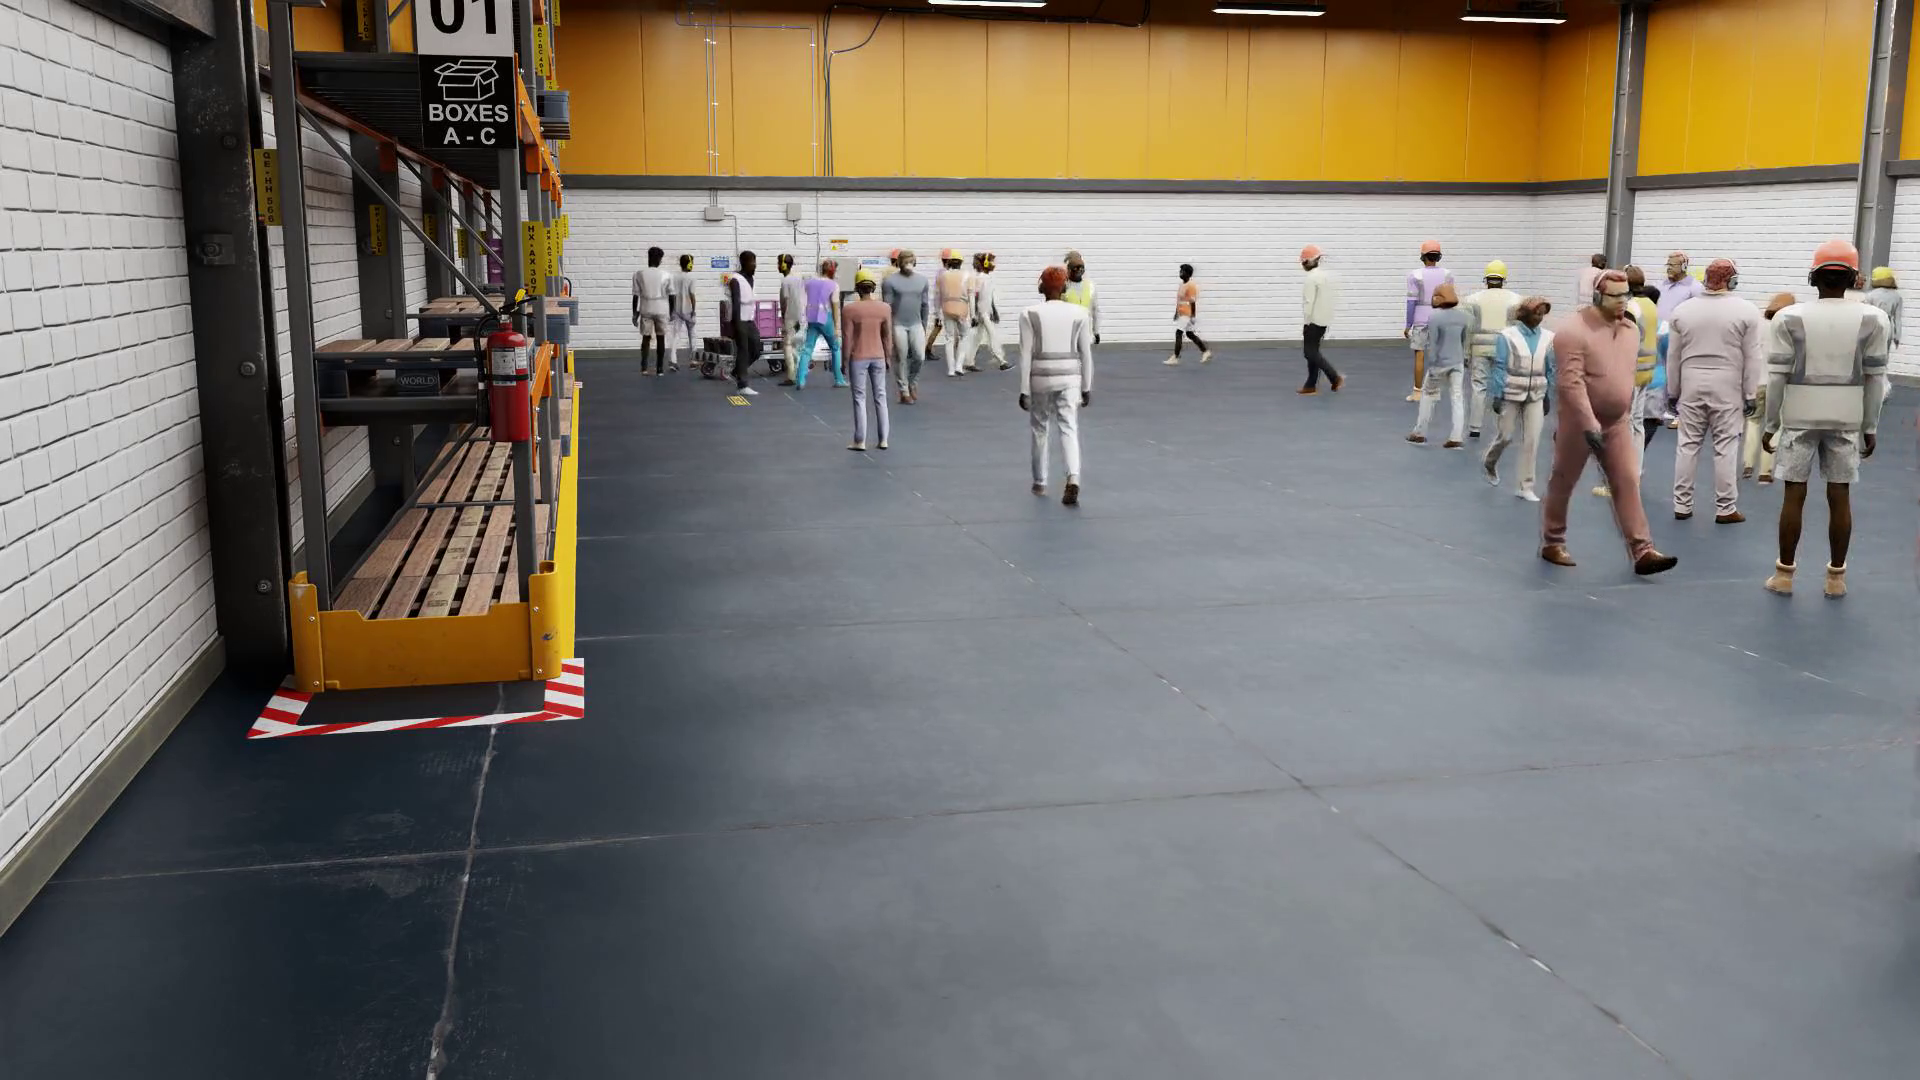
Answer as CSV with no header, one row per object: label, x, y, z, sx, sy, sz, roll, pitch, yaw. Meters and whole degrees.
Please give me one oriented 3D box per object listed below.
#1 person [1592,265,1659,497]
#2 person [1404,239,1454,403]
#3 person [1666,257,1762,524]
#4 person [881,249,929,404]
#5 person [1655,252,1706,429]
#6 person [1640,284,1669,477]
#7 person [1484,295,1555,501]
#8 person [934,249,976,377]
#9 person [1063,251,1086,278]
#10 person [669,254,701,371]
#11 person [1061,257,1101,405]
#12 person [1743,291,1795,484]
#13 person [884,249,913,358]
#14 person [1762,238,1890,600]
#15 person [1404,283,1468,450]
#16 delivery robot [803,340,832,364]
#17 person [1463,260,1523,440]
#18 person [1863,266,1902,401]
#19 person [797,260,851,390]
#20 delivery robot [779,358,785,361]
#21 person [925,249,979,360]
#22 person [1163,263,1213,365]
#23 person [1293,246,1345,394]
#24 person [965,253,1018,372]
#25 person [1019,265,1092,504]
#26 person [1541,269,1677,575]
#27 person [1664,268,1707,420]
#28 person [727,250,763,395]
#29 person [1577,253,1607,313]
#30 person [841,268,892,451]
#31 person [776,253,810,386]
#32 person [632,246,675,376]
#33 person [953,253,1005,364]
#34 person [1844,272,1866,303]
person,5.276,-1.255,13.220,0.429,1.839,0.634,9,13,40
person,5.851,-2.728,20.815,0.608,2.044,0.370,-1,10,-8
person,5.451,-1.075,12.031,0.638,1.911,0.402,9,14,42
person,-0.661,-2.633,20.612,0.639,1.920,0.442,-3,11,-17
person,7.711,-2.157,18.030,0.409,1.907,0.651,-6,12,-29
person,5.716,-1.309,13.977,0.534,1.673,0.769,8,13,37
person,4.433,-1.138,13.230,0.524,1.615,0.683,-1,10,-6
person,-0.075,-3.394,24.925,0.666,1.890,0.639,2,10,11
person,1.542,-3.034,22.964,0.359,1.895,0.698,-4,11,-21
person,-4.328,-3.545,25.984,0.524,1.822,0.952,3,11,15
person,1.436,-2.581,20.615,0.628,1.829,0.454,-4,11,-19
person,6.834,-1.279,13.980,0.512,1.605,0.498,7,12,35
person,-1.122,-4.044,28.588,0.974,1.879,0.562,-6,12,-29
person,4.892,-0.678,9.458,0.607,2.044,0.379,4,11,19
person,4.727,-1.710,16.376,0.514,1.605,0.738,-4,11,-20
delivery robot,-2.258,-2.929,25.795,0.707,0.478,0.477,-5,11,-25
person,5.407,-1.917,16.903,0.588,1.834,0.403,3,11,16
person,11.602,-2.584,20.942,0.500,1.714,0.676,-1,10,-4
person,-1.889,-2.930,22.740,0.590,1.772,0.883,6,12,30
delivery robot,-2.699,-2.981,26.079,0.707,0.478,0.477,-10,14,-43
person,-0.191,-3.977,28.181,1.009,1.880,0.571,-2,10,-9
person,3.765,-3.695,27.220,0.837,1.666,0.528,-1,10,-7
person,4.716,-2.846,21.722,0.716,1.966,0.670,7,12,33
person,0.493,-3.486,25.610,0.952,1.824,0.512,3,11,16
person,0.752,-1.213,12.972,0.586,1.855,0.920,-2,10,-8
person,3.919,-0.702,10.113,0.647,1.849,1.016,-3,11,-17
person,8.274,-2.176,18.656,0.531,1.714,0.930,-6,12,-28
person,-2.855,-2.859,21.938,0.457,1.903,0.599,4,11,23
person,10.324,-3.723,26.950,0.588,1.818,0.617,-2,10,-9
person,-0.917,-1.748,16.152,0.533,1.767,0.326,-5,11,-27
person,-2.391,-3.069,23.232,0.423,1.854,0.553,3,11,14
person,-4.575,-3.418,24.914,0.649,1.942,0.484,-1,10,-5
person,0.320,-3.810,27.424,1.008,1.828,0.571,-3,11,-18
person,11.510,-2.640,21.481,0.522,1.630,0.545,8,13,39
